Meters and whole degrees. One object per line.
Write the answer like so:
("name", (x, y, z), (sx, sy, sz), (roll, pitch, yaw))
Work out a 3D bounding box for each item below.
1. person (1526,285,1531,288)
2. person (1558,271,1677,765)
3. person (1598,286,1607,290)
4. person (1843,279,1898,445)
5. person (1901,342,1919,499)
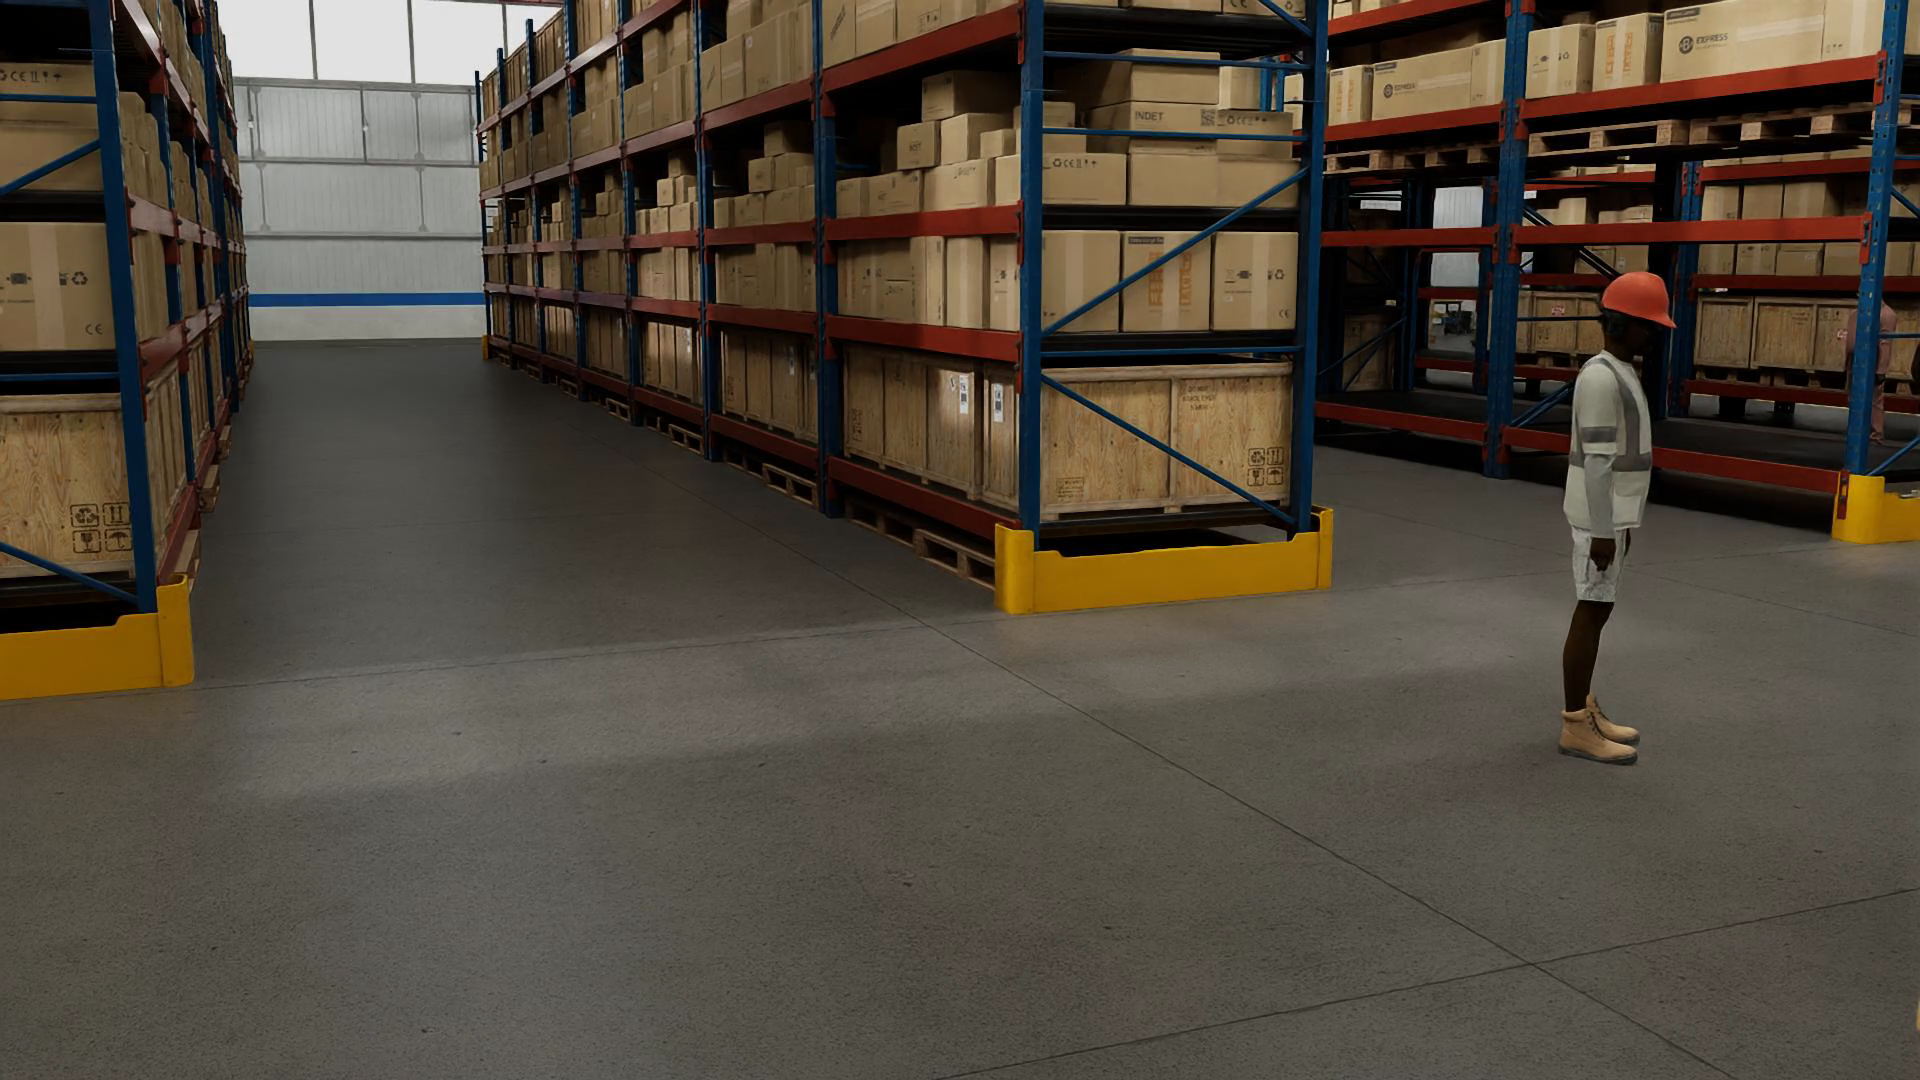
("person", (13.290, -5.276, 38.345), (0.765, 1.911, 0.600), (2, 10, 10))
("person", (2.737, -0.095, 6.966), (0.389, 2.034, 0.605), (5, 11, 26))
("person", (10.787, -3.581, 28.212), (0.553, 1.919, 0.808), (-4, 10, -21))
("person", (9.800, -1.871, 18.025), (0.395, 1.899, 0.642), (-1, 10, -9))
("person", (8.507, -1.287, 14.503), (0.407, 1.902, 0.639), (9, 13, 43))
